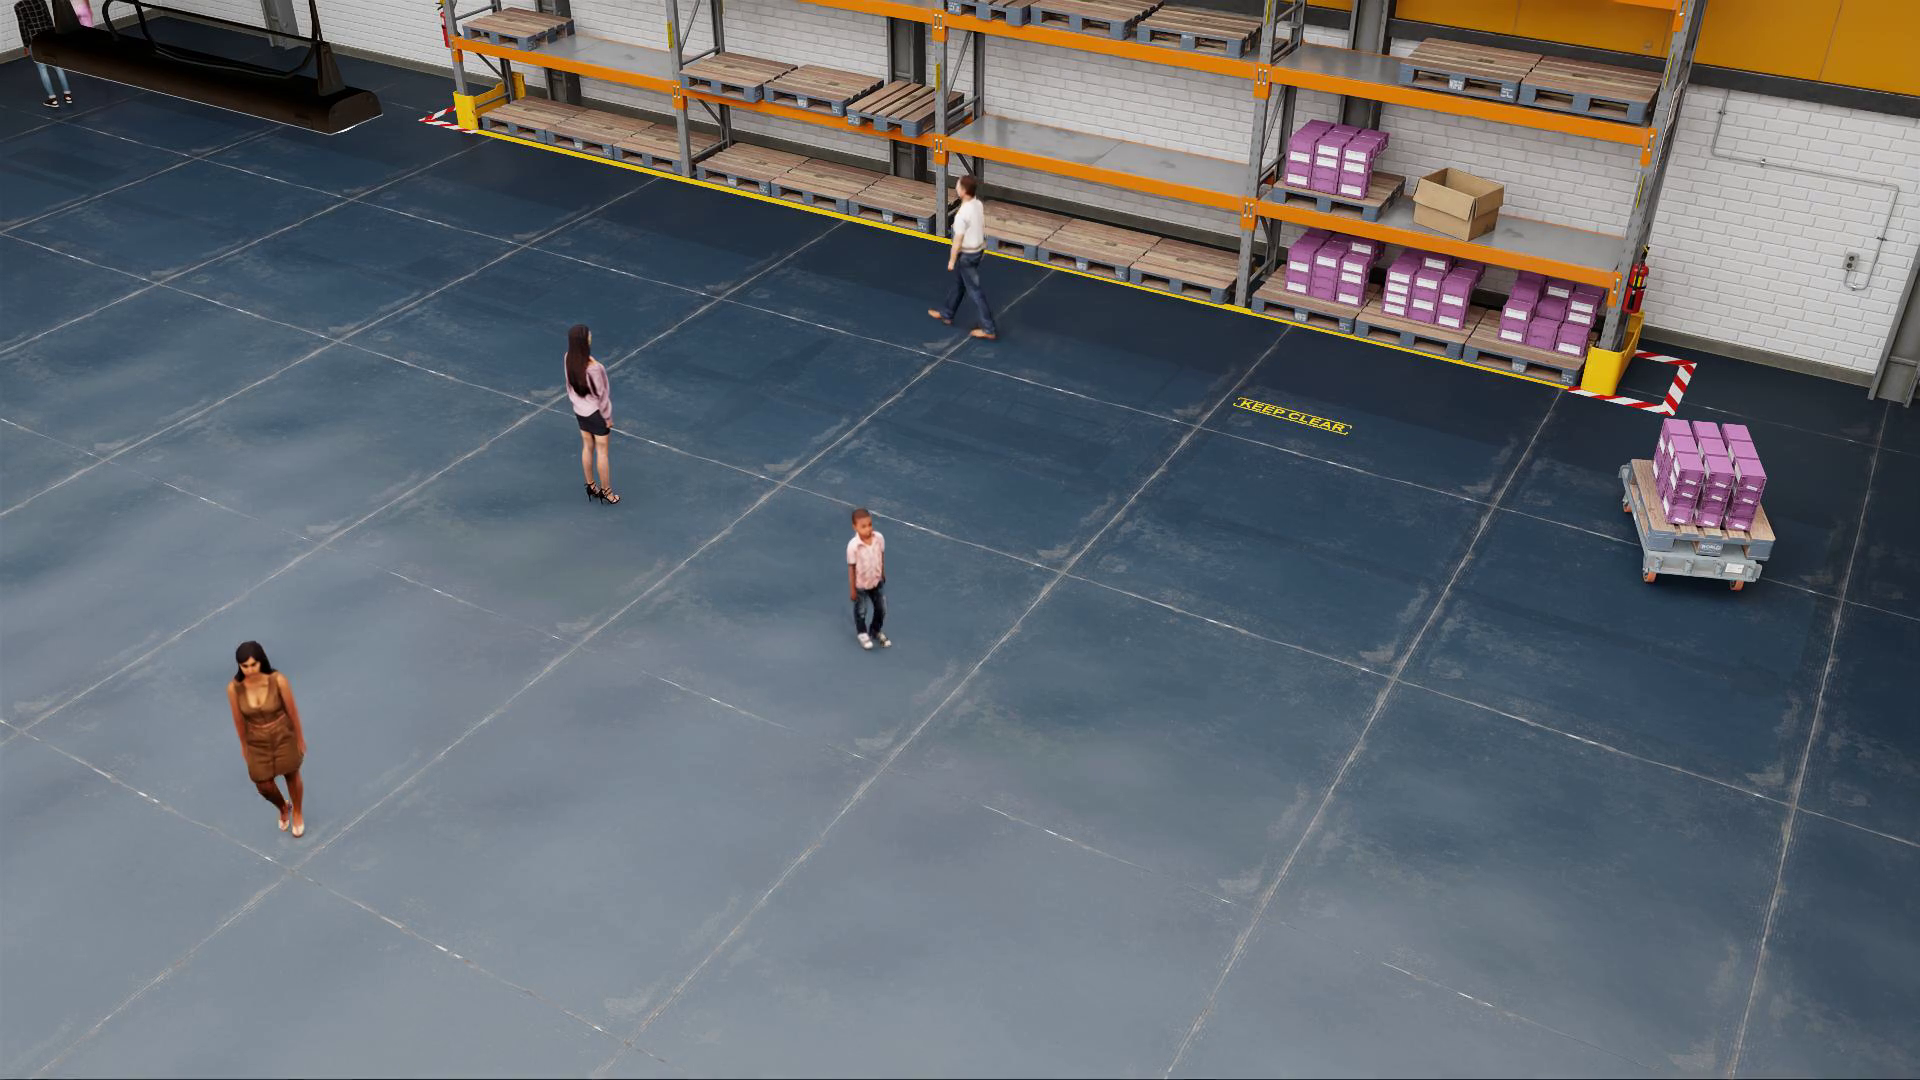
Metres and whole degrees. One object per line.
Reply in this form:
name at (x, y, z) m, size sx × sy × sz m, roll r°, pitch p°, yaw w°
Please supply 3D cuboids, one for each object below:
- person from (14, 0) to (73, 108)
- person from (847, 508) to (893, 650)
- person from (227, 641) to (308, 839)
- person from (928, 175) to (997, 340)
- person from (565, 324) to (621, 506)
person at (-13.512, -7.312, 24.452) m, size 0.587 × 1.820 × 0.700 m, roll 23°, pitch 40°, yaw 31°
person at (-0.787, 0.283, 13.497) m, size 0.613 × 1.299 × 0.649 m, roll -19°, pitch 38°, yaw -26°
person at (-4.769, 1.346, 11.554) m, size 0.706 × 1.680 × 0.763 m, roll -9°, pitch 35°, yaw -13°
person at (0.174, -3.025, 18.011) m, size 1.146 × 1.810 × 0.751 m, roll 14°, pitch 36°, yaw 20°
person at (-3.366, -1.140, 15.175) m, size 0.492 × 1.812 × 0.704 m, roll 22°, pitch 39°, yaw 29°
